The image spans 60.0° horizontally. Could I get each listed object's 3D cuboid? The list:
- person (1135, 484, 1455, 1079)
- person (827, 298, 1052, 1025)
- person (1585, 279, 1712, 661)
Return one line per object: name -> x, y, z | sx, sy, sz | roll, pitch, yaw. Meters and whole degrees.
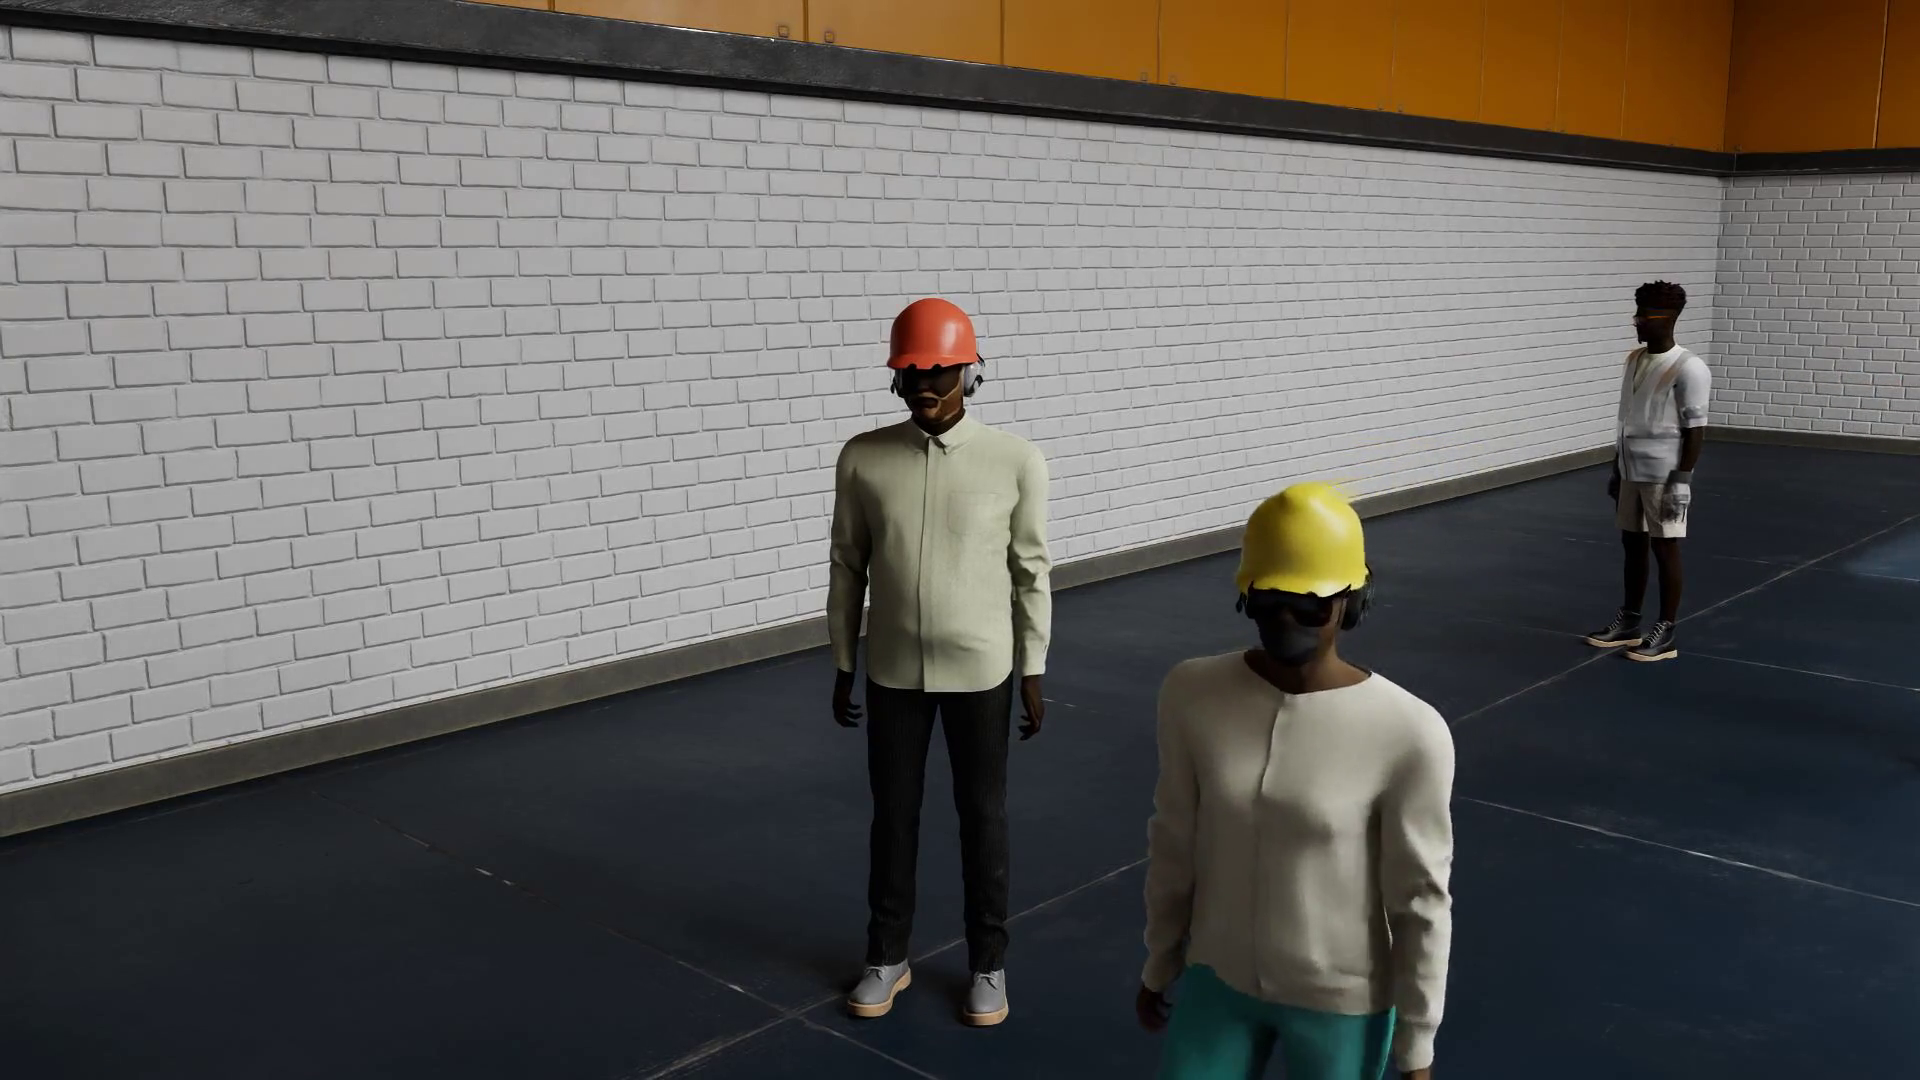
person -> 0.555, 0.765, 2.831 | 0.548, 1.751, 0.397 | 6, 12, 31
person -> -0.063, 0.342, 4.560 | 0.623, 1.993, 0.384 | 2, 10, 10
person -> 3.590, -0.359, 8.636 | 0.369, 1.967, 0.601 | -2, 10, -13
